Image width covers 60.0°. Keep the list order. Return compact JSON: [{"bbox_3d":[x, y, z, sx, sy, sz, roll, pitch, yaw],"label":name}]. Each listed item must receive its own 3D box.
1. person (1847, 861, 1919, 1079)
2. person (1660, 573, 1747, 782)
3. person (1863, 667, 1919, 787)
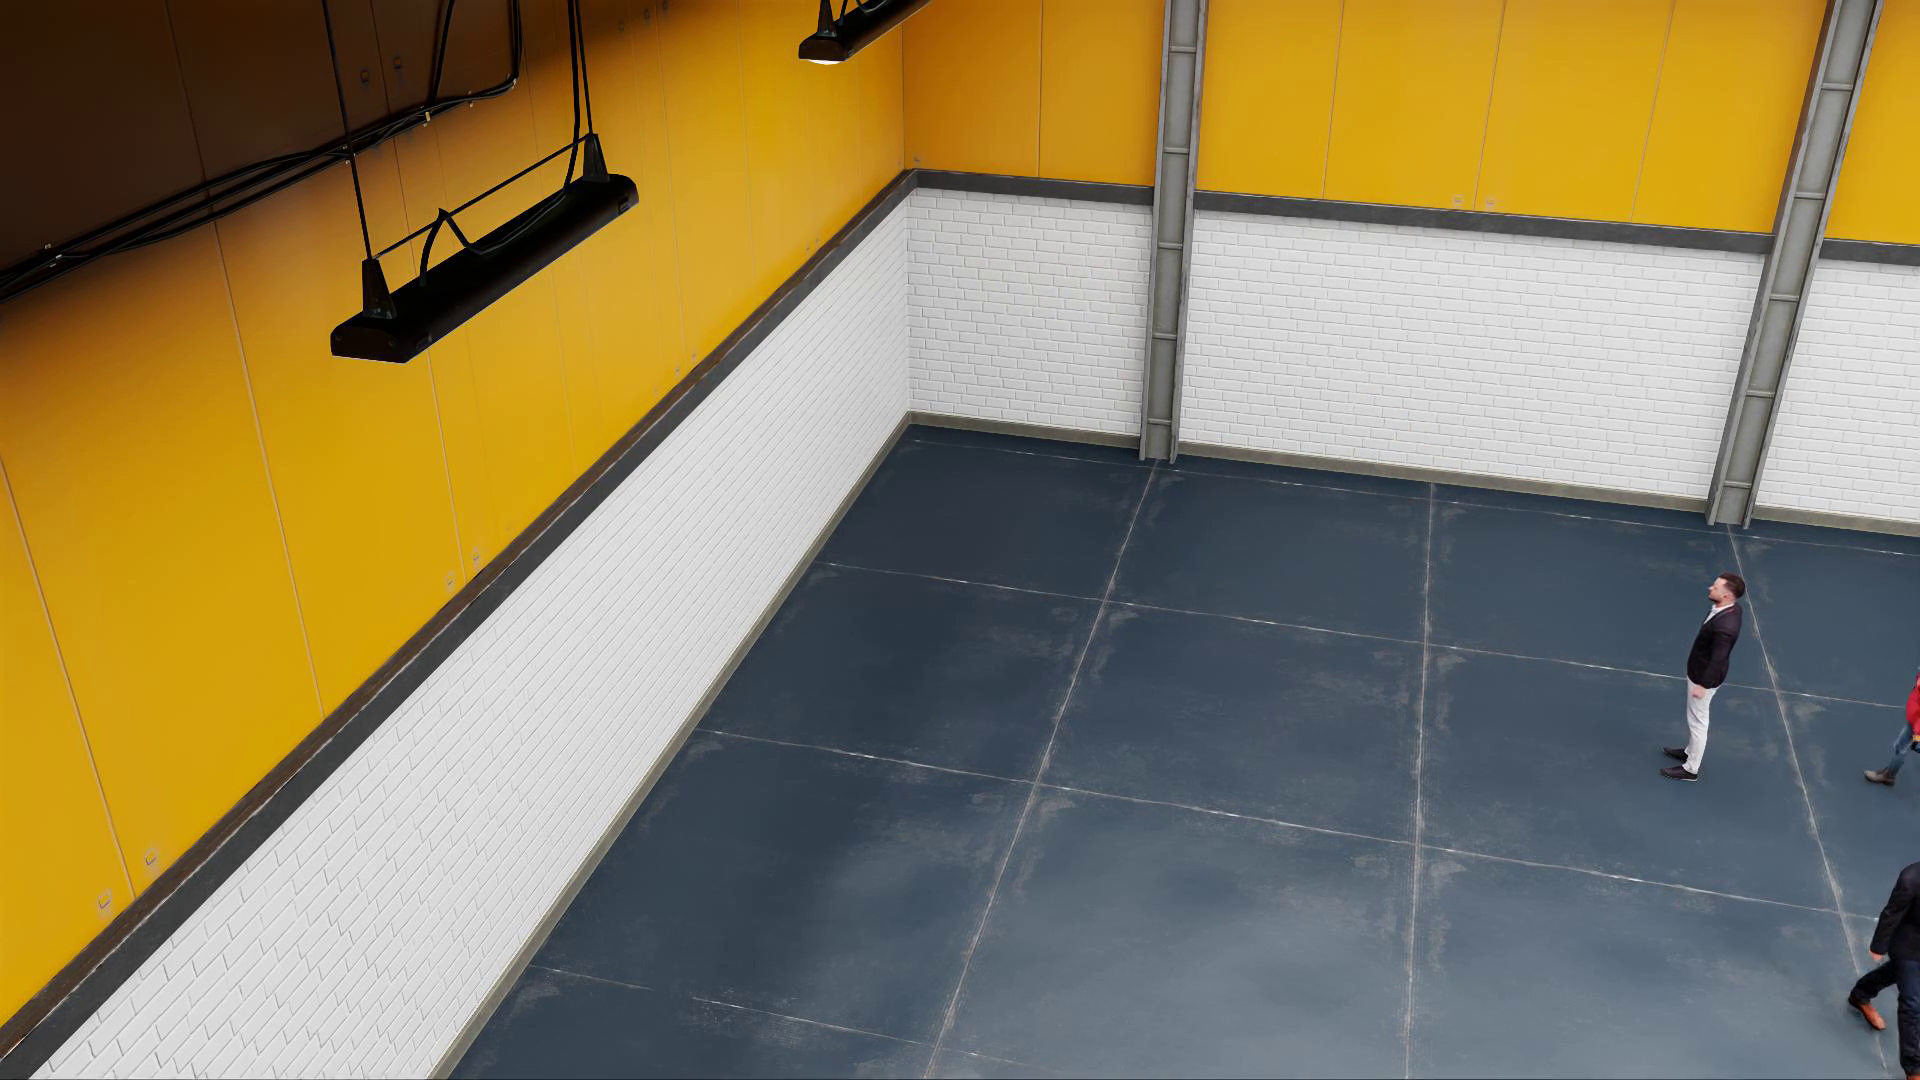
[{"bbox_3d":[6.046,2.527,10.601,1.233,1.752,1.119,-6,29,-12],"label":"person"},{"bbox_3d":[5.931,1.072,13.174,0.641,1.844,0.703,15,32,25],"label":"person"},{"bbox_3d":[7.602,1.450,13.054,0.905,1.294,0.679,18,33,30],"label":"person"}]
